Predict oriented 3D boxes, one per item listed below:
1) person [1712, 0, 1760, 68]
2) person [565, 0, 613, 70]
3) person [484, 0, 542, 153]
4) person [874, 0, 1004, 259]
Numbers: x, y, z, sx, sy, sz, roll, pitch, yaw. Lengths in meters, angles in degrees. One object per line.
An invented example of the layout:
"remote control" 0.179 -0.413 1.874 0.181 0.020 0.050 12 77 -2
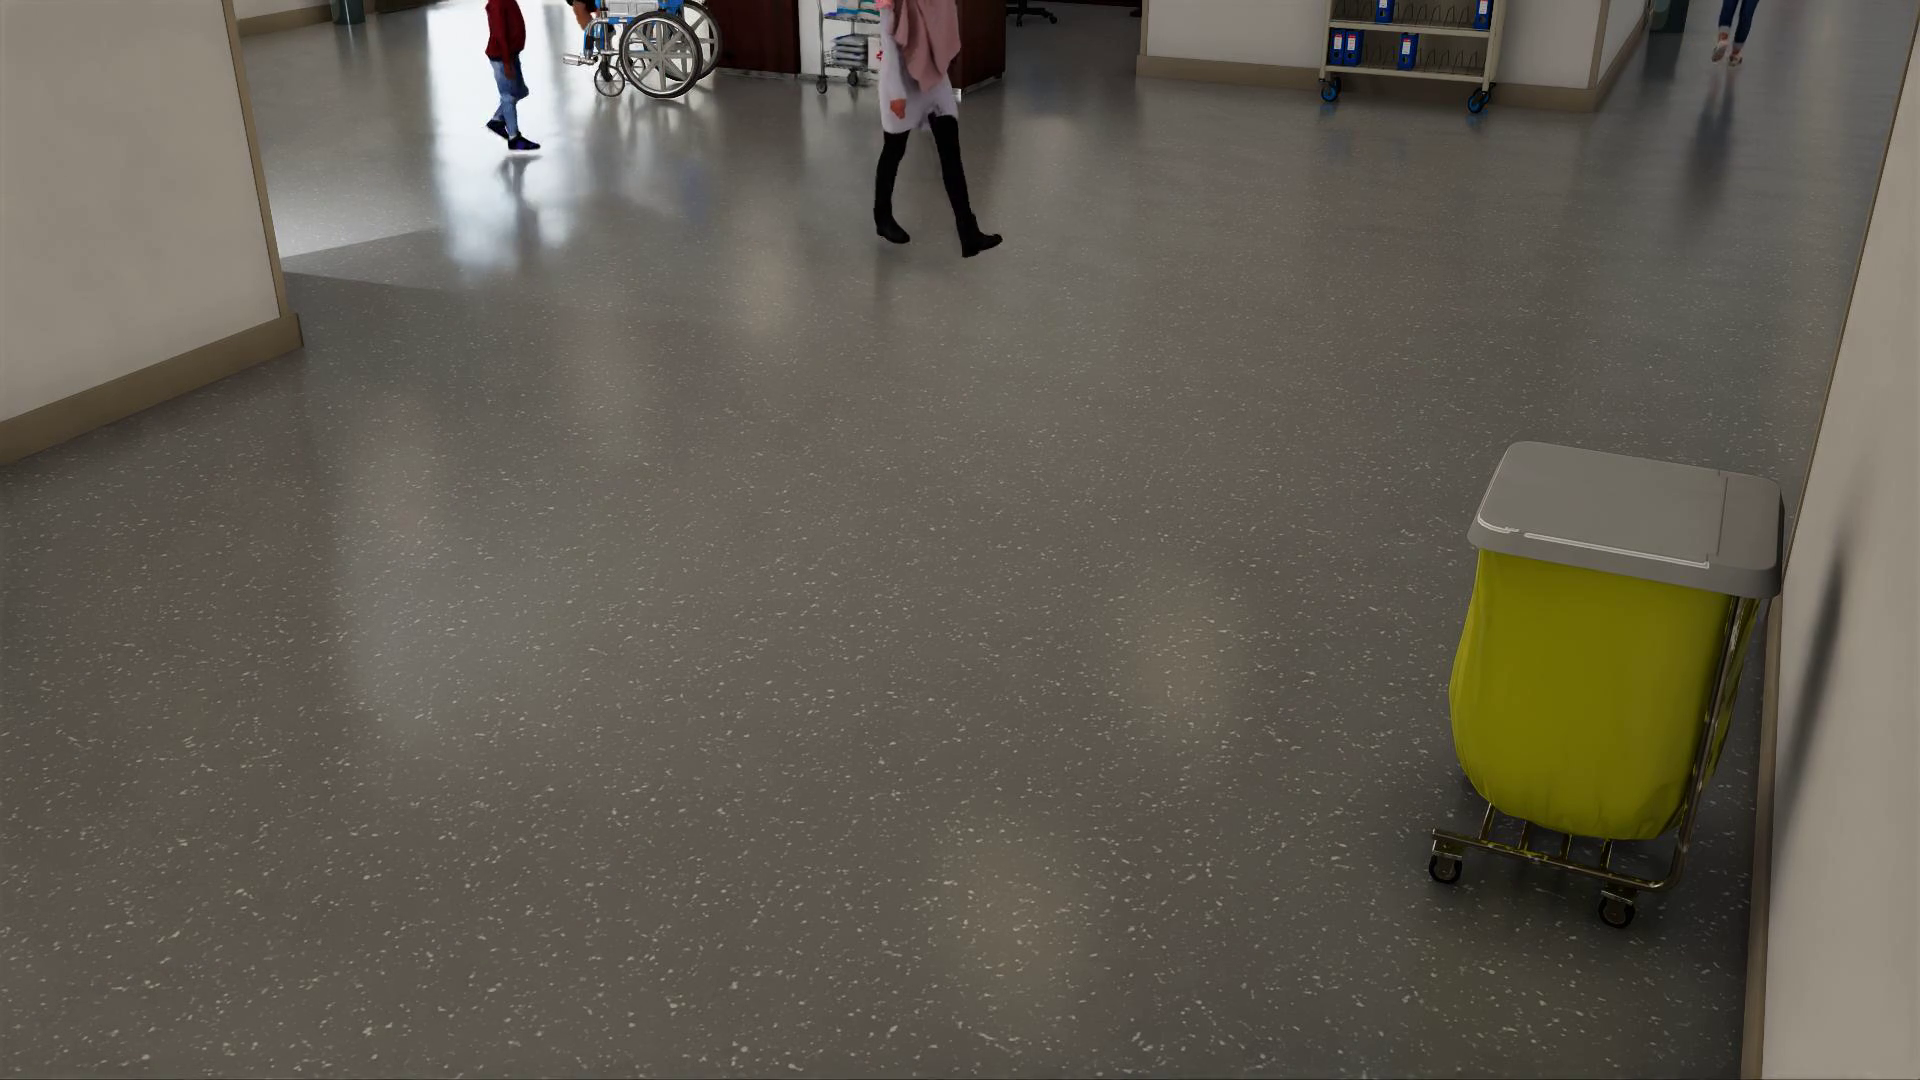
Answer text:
"person" 6.415 -4.614 13.560 0.628 1.475 0.622 12 28 24
"person" -2.942 -4.648 13.416 0.688 1.661 0.843 5 26 10
"person" -3.006 -3.147 10.776 0.702 1.251 0.641 -5 26 -9
"person" -0.307 -2.314 8.474 0.935 1.749 1.244 -23 34 -39
